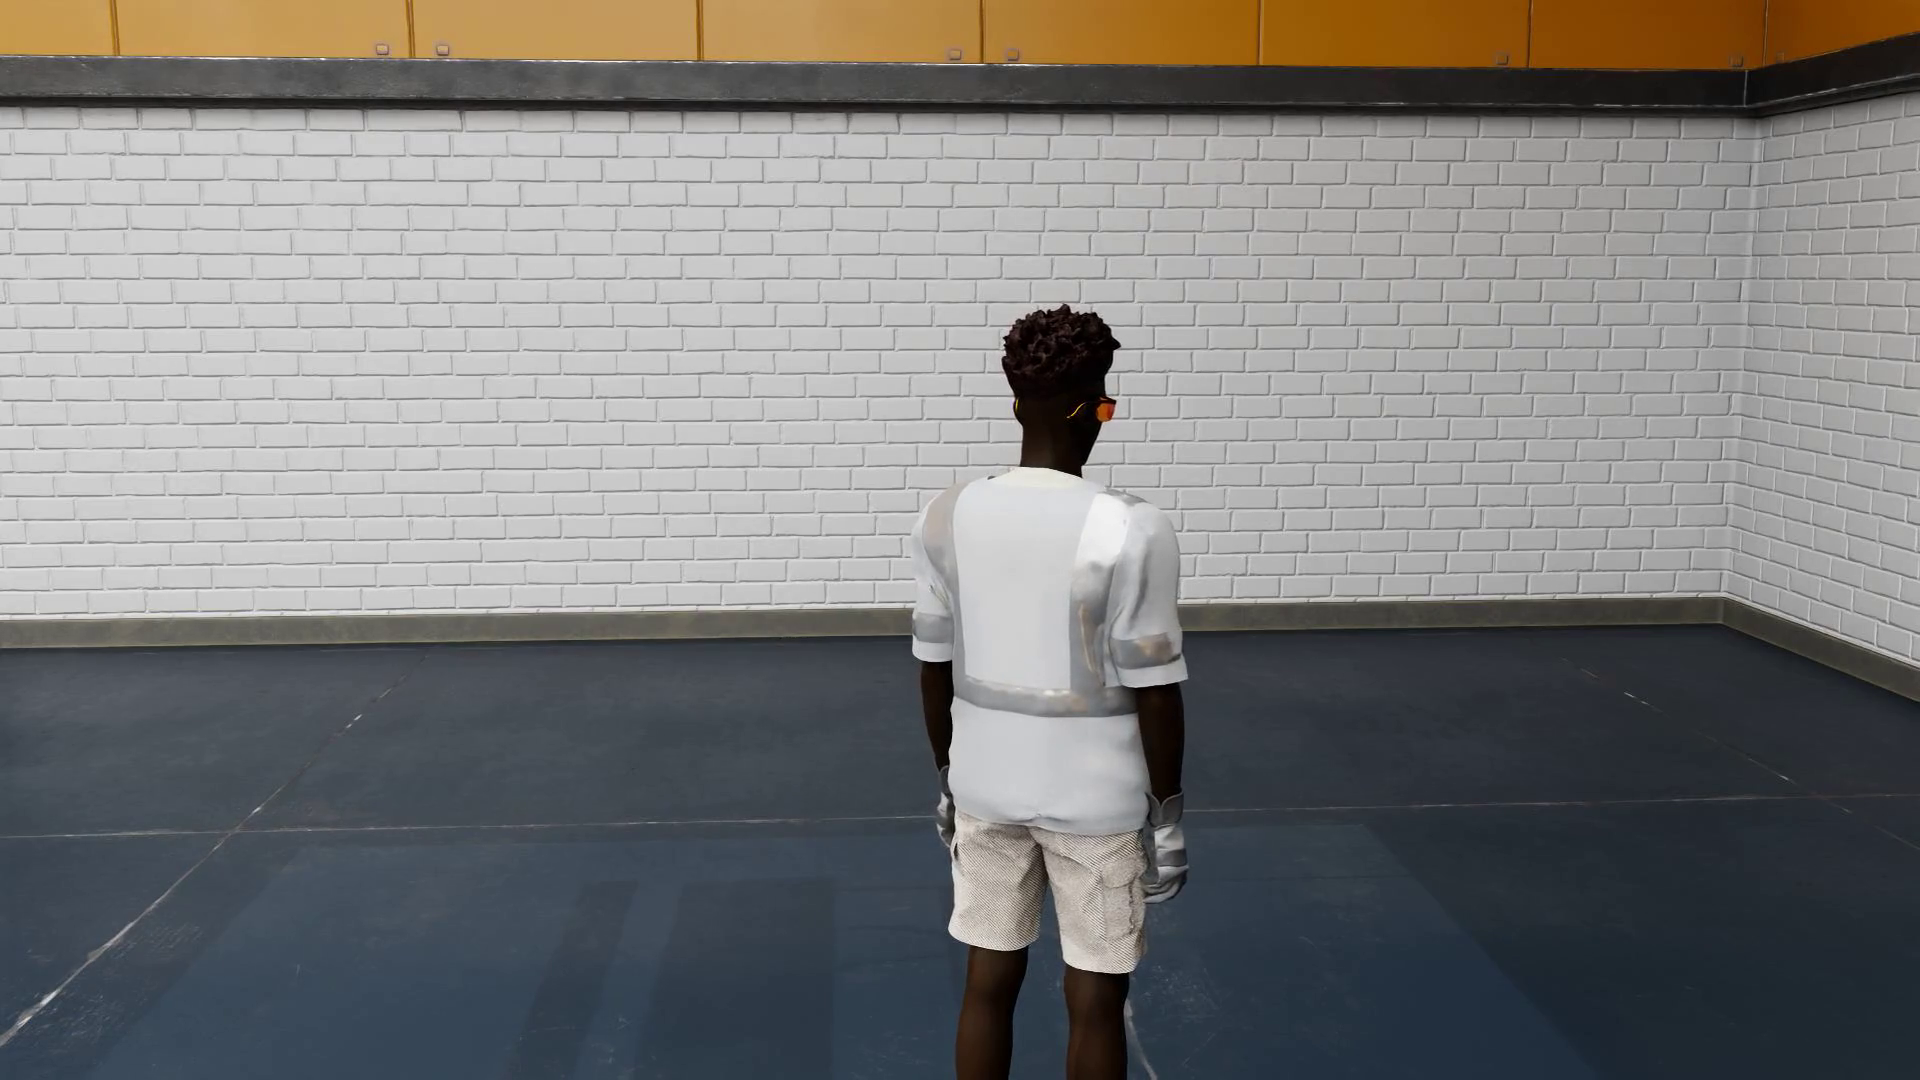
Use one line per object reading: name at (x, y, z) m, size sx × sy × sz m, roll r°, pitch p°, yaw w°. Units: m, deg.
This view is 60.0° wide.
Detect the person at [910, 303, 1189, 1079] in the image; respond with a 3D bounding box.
person at (0.191, 0.509, 3.397) m, size 0.606 × 1.966 × 0.367 m, roll 6°, pitch 11°, yaw 31°
